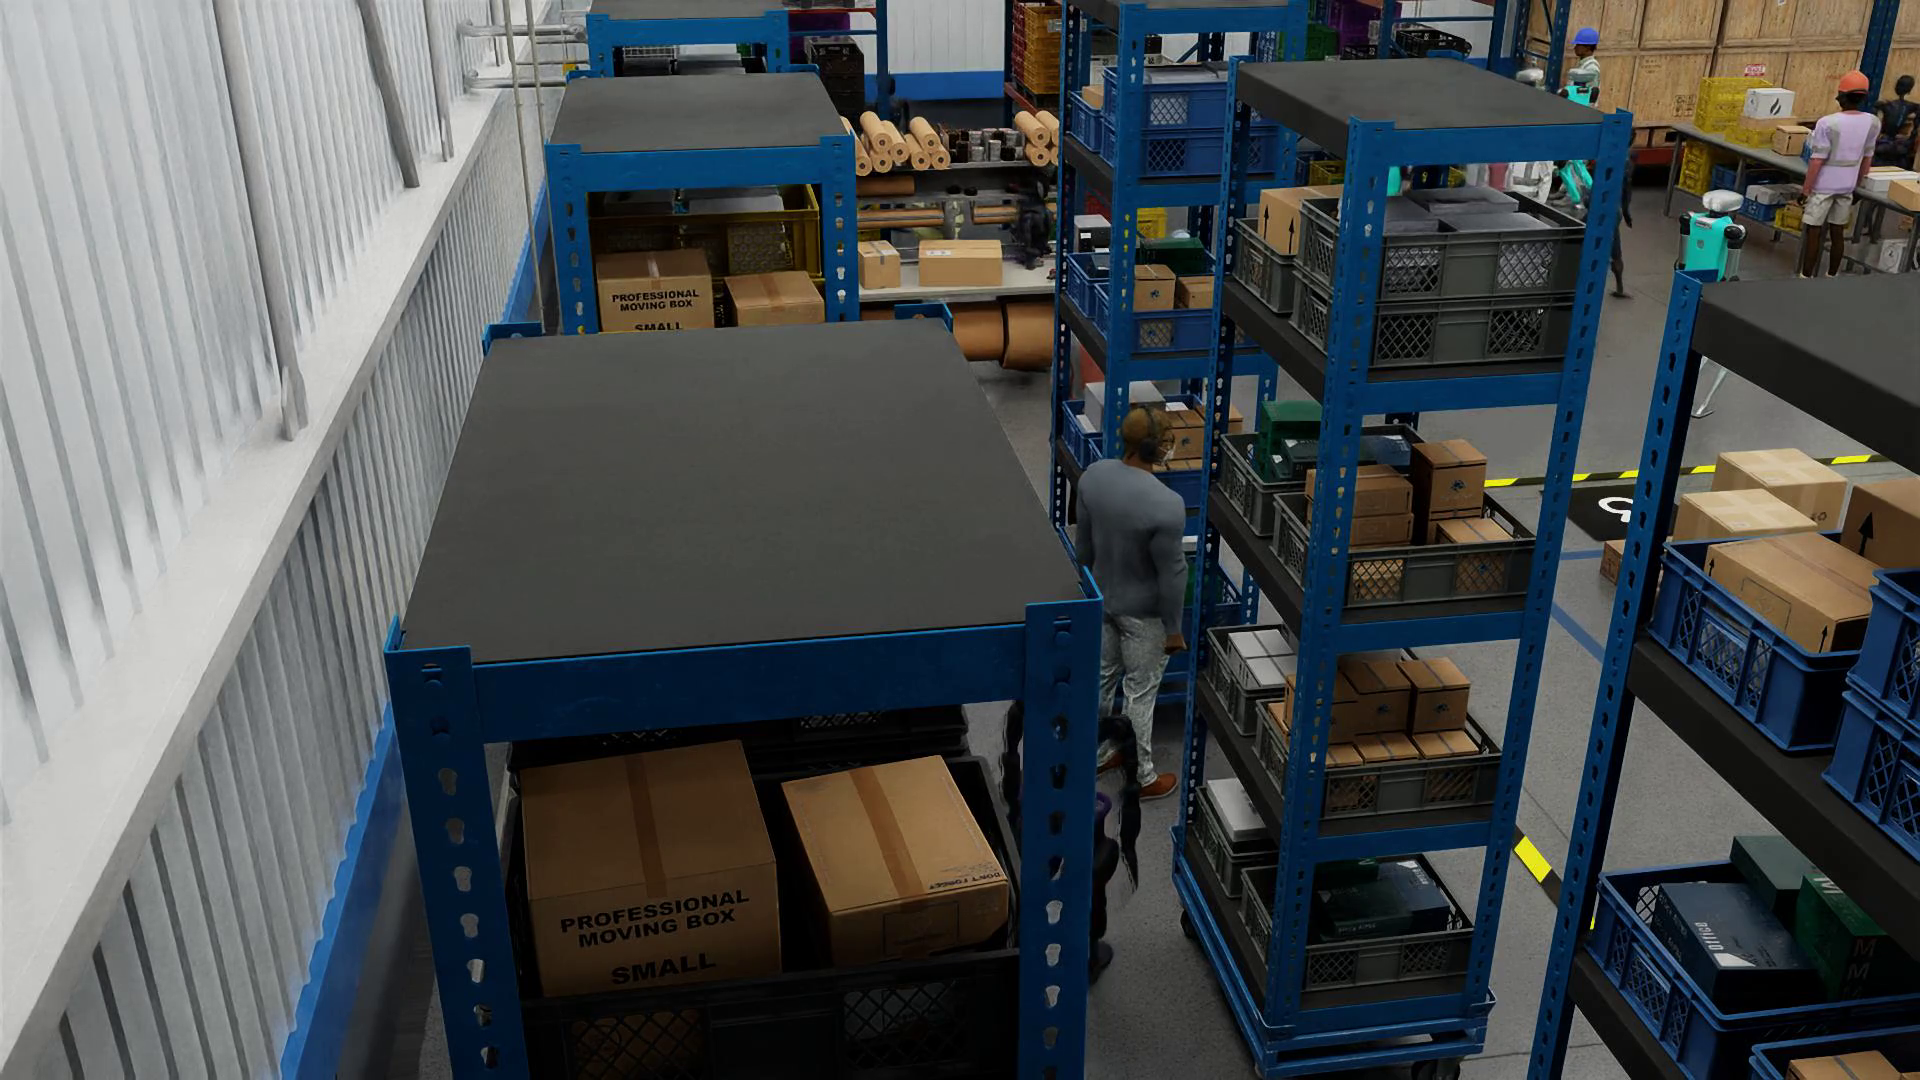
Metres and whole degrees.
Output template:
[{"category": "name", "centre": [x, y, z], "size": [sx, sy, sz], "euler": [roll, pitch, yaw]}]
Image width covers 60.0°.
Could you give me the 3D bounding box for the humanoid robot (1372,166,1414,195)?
[{"category": "humanoid robot", "centre": [3.348, -2.484, 13.976], "size": [0.811, 1.797, 0.561], "euler": [-6, 25, -14]}]

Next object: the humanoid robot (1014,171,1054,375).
[{"category": "humanoid robot", "centre": [0.614, -2.115, 13.215], "size": [0.329, 1.648, 0.589], "euler": [7, 26, 15]}]

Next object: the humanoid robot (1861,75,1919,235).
[{"category": "humanoid robot", "centre": [9.660, -4.020, 17.407], "size": [0.619, 1.656, 0.588], "euler": [2, 25, 5]}]

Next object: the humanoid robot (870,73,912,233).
[{"category": "humanoid robot", "centre": [-0.752, -4.078, 17.488], "size": [0.595, 1.645, 0.528], "euler": [-20, 31, -37]}]

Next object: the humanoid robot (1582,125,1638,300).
[{"category": "humanoid robot", "centre": [5.914, -3.012, 15.197], "size": [0.606, 1.621, 0.690], "euler": [-16, 29, -30]}]

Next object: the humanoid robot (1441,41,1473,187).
[{"category": "humanoid robot", "centre": [5.773, -4.952, 19.364], "size": [0.315, 1.653, 0.599], "euler": [7, 26, 15]}]

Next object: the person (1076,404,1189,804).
[{"category": "person", "centre": [0.786, 0.302, 7.646], "size": [0.353, 1.937, 0.632], "euler": [-18, 31, -35]}]

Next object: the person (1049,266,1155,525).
[{"category": "person", "centre": [0.825, -0.688, 9.769], "size": [0.611, 1.958, 0.365], "euler": [1, 25, 1]}]

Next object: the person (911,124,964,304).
[{"category": "person", "centre": [-0.180, -2.577, 14.017], "size": [0.429, 1.841, 0.631], "euler": [-11, 27, -22]}]

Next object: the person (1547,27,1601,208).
[{"category": "person", "centre": [6.854, -4.687, 18.479], "size": [0.389, 1.946, 0.614], "euler": [3, 25, 7]}]

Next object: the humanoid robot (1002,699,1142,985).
[{"category": "humanoid robot", "centre": [0.382, 1.114, 6.264], "size": [0.589, 1.653, 0.760], "euler": [11, 27, 22]}]

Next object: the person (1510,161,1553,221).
[{"category": "person", "centre": [4.991, -3.005, 14.899], "size": [0.356, 1.884, 0.573], "euler": [-15, 28, -29]}]

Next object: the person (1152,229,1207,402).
[{"category": "person", "centre": [1.406, -1.107, 10.811], "size": [0.589, 1.852, 0.378], "euler": [-4, 25, -8]}]

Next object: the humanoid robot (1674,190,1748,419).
[{"category": "humanoid robot", "centre": [5.563, -1.734, 12.156], "size": [0.735, 1.671, 0.533], "euler": [-12, 27, -24]}]

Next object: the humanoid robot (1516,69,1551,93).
[{"category": "humanoid robot", "centre": [5.657, -4.041, 17.345], "size": [0.550, 1.762, 0.966], "euler": [-16, 29, -32]}]

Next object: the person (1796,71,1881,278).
[{"category": "person", "centre": [7.982, -3.247, 15.237], "size": [0.614, 2.041, 0.375], "euler": [-3, 25, -7]}]

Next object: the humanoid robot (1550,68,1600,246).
[{"category": "humanoid robot", "centre": [6.310, -3.830, 16.829], "size": [0.540, 1.769, 0.688], "euler": [-12, 27, -25]}]

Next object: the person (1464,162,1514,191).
[{"category": "person", "centre": [4.709, -2.956, 14.884], "size": [0.423, 1.810, 0.612], "euler": [-2, 25, -4]}]
